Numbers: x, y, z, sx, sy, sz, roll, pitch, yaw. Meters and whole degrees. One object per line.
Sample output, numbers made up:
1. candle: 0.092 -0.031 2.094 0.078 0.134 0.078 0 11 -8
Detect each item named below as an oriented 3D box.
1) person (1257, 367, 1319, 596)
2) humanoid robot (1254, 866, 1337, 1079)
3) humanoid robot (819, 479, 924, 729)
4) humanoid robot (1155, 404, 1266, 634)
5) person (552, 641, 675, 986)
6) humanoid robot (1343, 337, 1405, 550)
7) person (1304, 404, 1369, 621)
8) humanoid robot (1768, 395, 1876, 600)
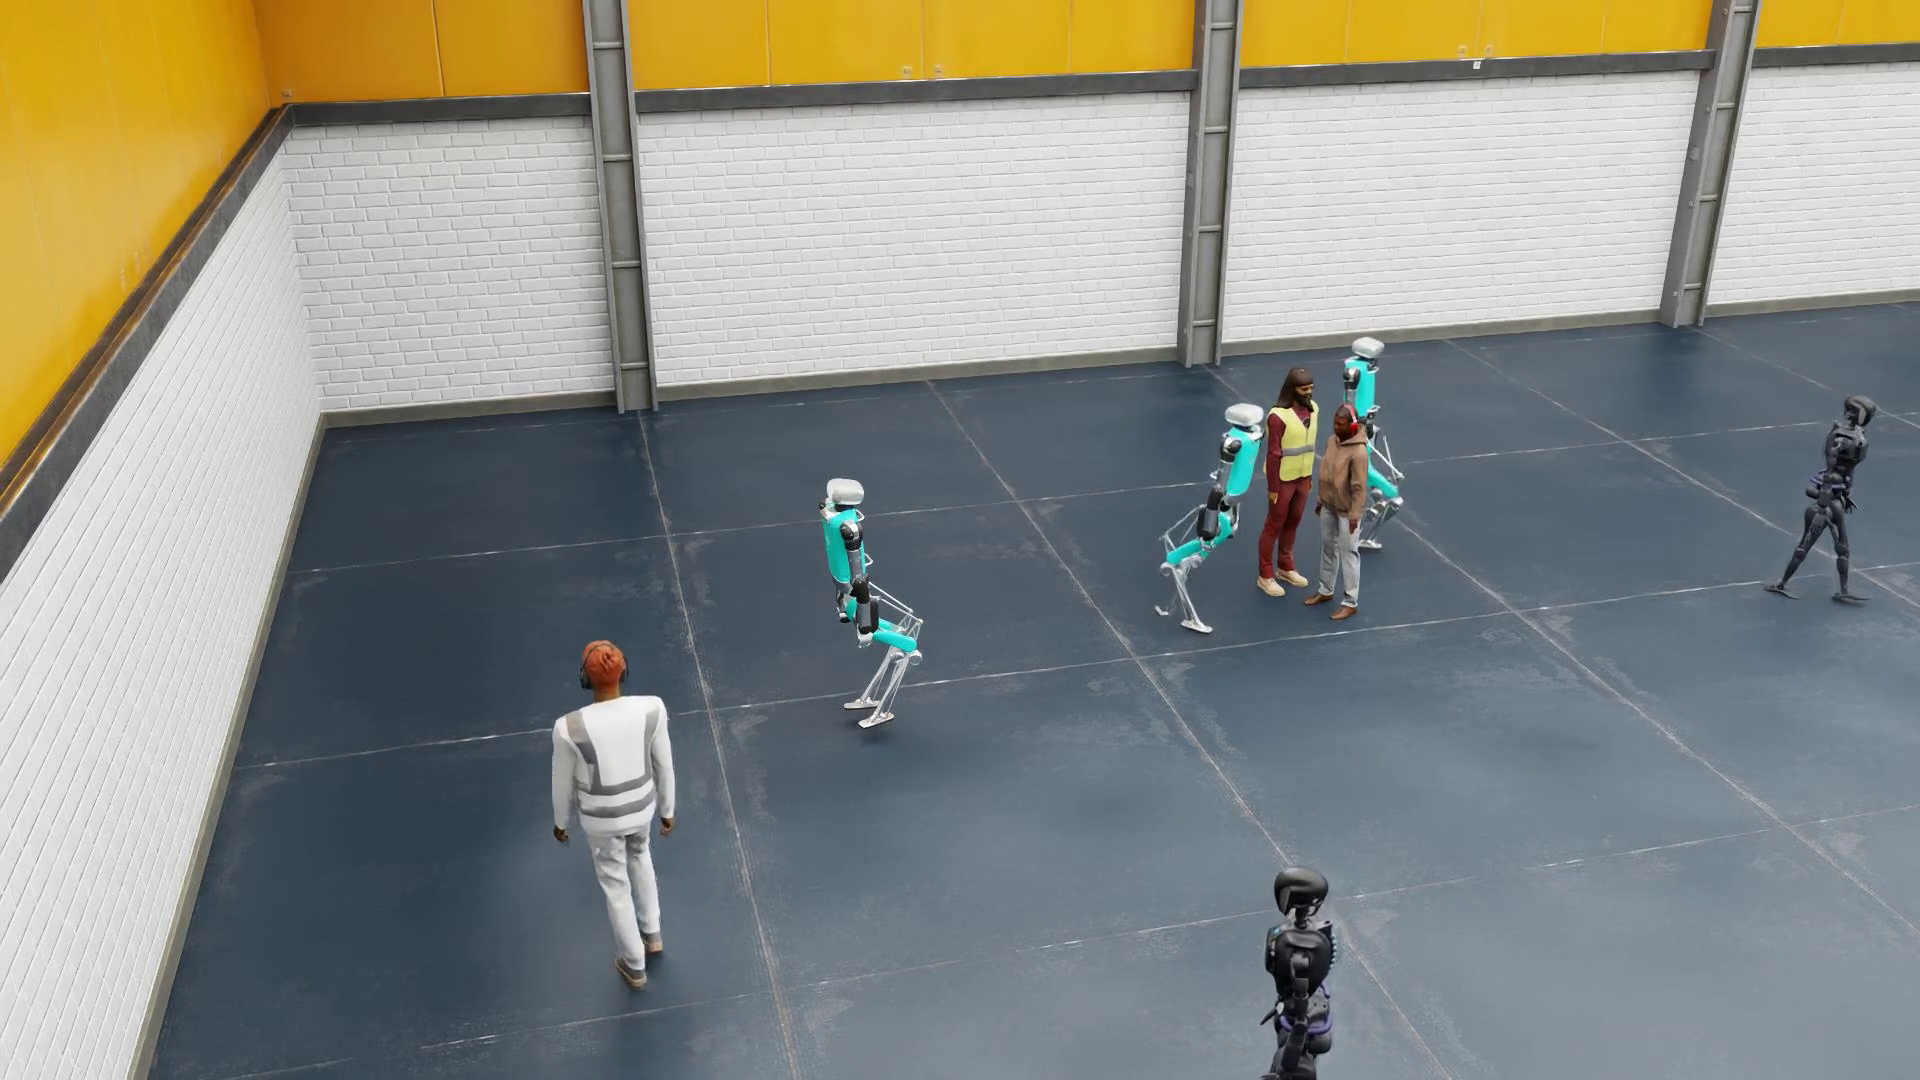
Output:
1. person: 2.470 -0.456 12.533 0.477 1.767 0.363 -18 29 -35
2. humanoid robot: 1.435 2.071 6.973 0.769 1.638 0.613 4 24 8
3. humanoid robot: -0.501 0.376 10.519 0.735 1.677 0.533 -9 25 -20
4. humanoid robot: 1.692 -0.123 11.938 0.857 1.868 0.573 15 28 30
5. person: -1.738 1.352 8.318 0.582 1.866 0.569 -14 28 -30
6. humanoid robot: 3.314 -0.679 13.102 0.712 1.815 0.535 13 27 27
7. person: 2.795 -0.218 12.149 0.308 1.645 0.461 -11 26 -24
8. humanoid robot: 6.489 -0.283 12.285 0.720 1.627 0.616 21 31 39
